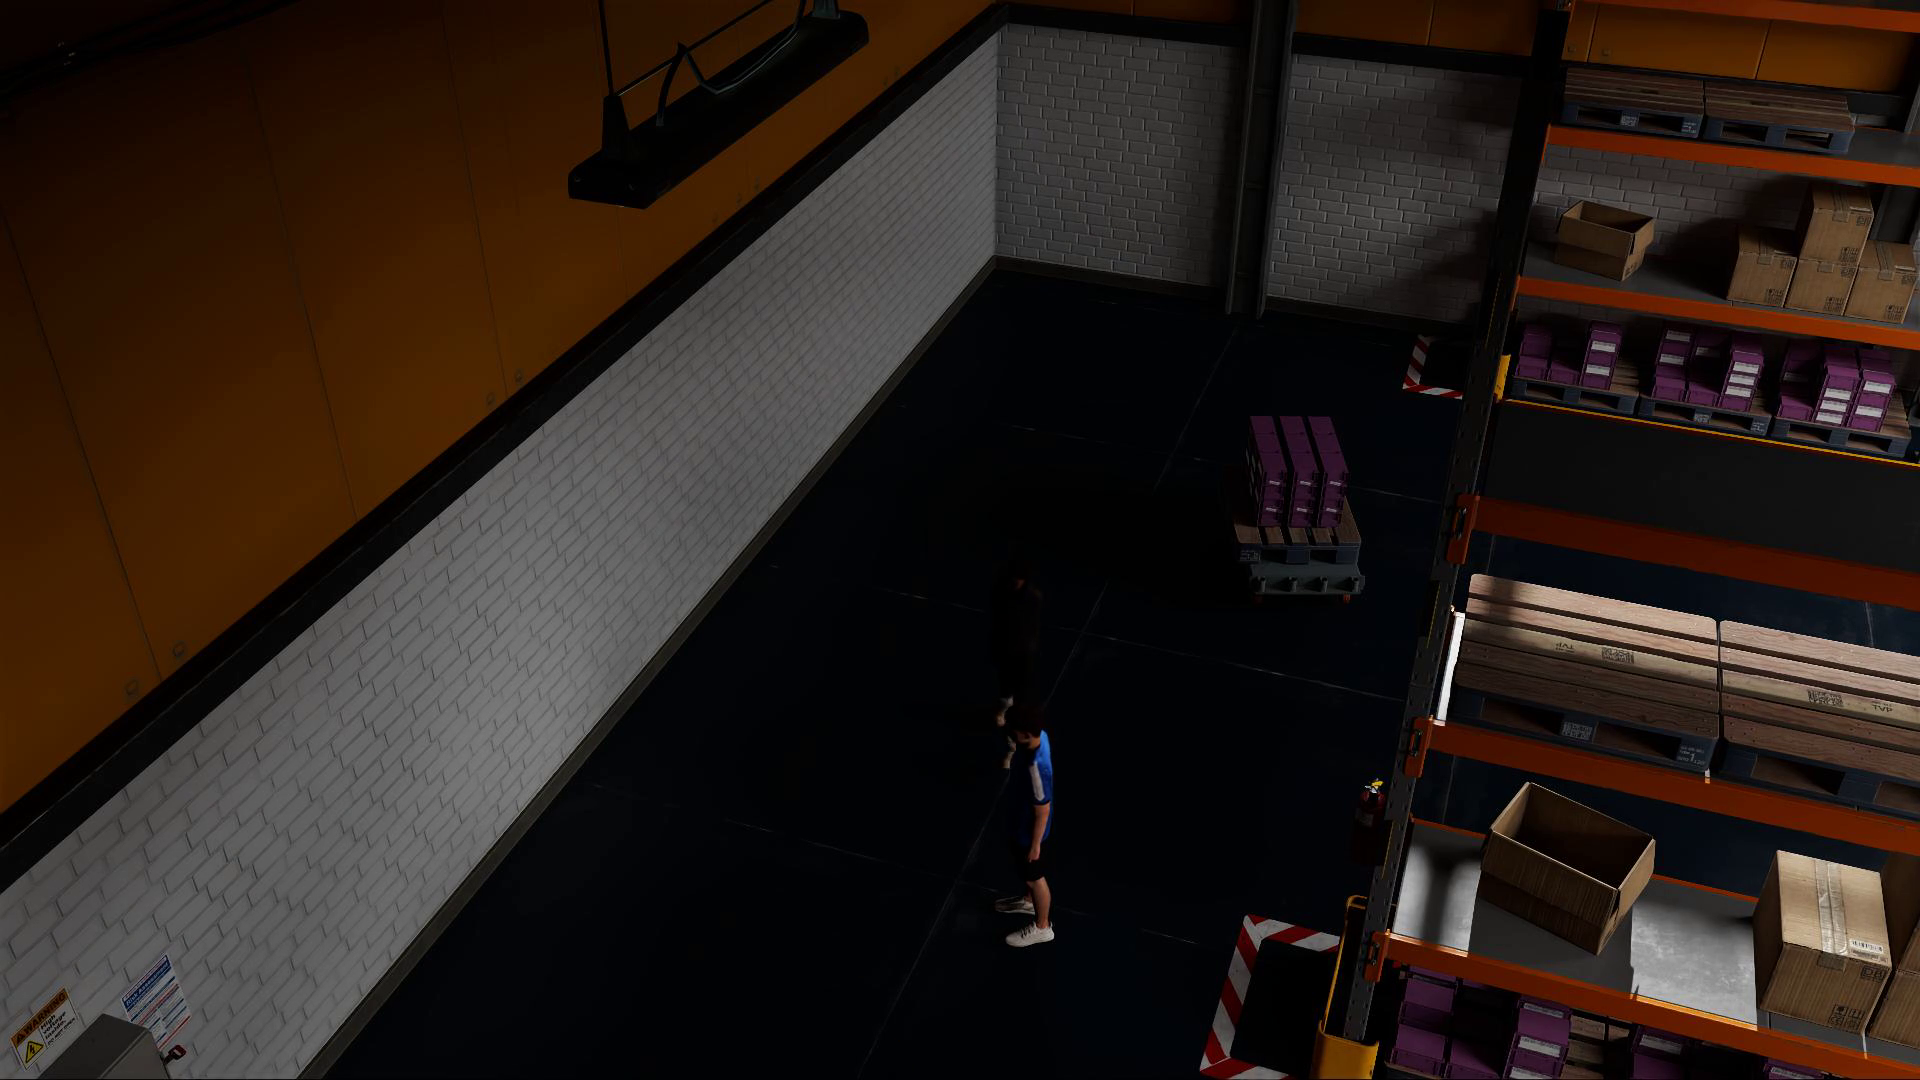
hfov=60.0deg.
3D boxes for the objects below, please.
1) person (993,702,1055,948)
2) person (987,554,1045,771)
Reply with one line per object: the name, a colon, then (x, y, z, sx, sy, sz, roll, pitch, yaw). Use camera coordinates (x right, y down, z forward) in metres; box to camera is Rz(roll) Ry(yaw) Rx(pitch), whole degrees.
person: (0.436, 1.736, 10.285, 0.754, 1.863, 0.752, -6, 34, -8)
person: (0.308, 0.872, 11.806, 0.619, 1.619, 1.006, -25, 41, -32)
